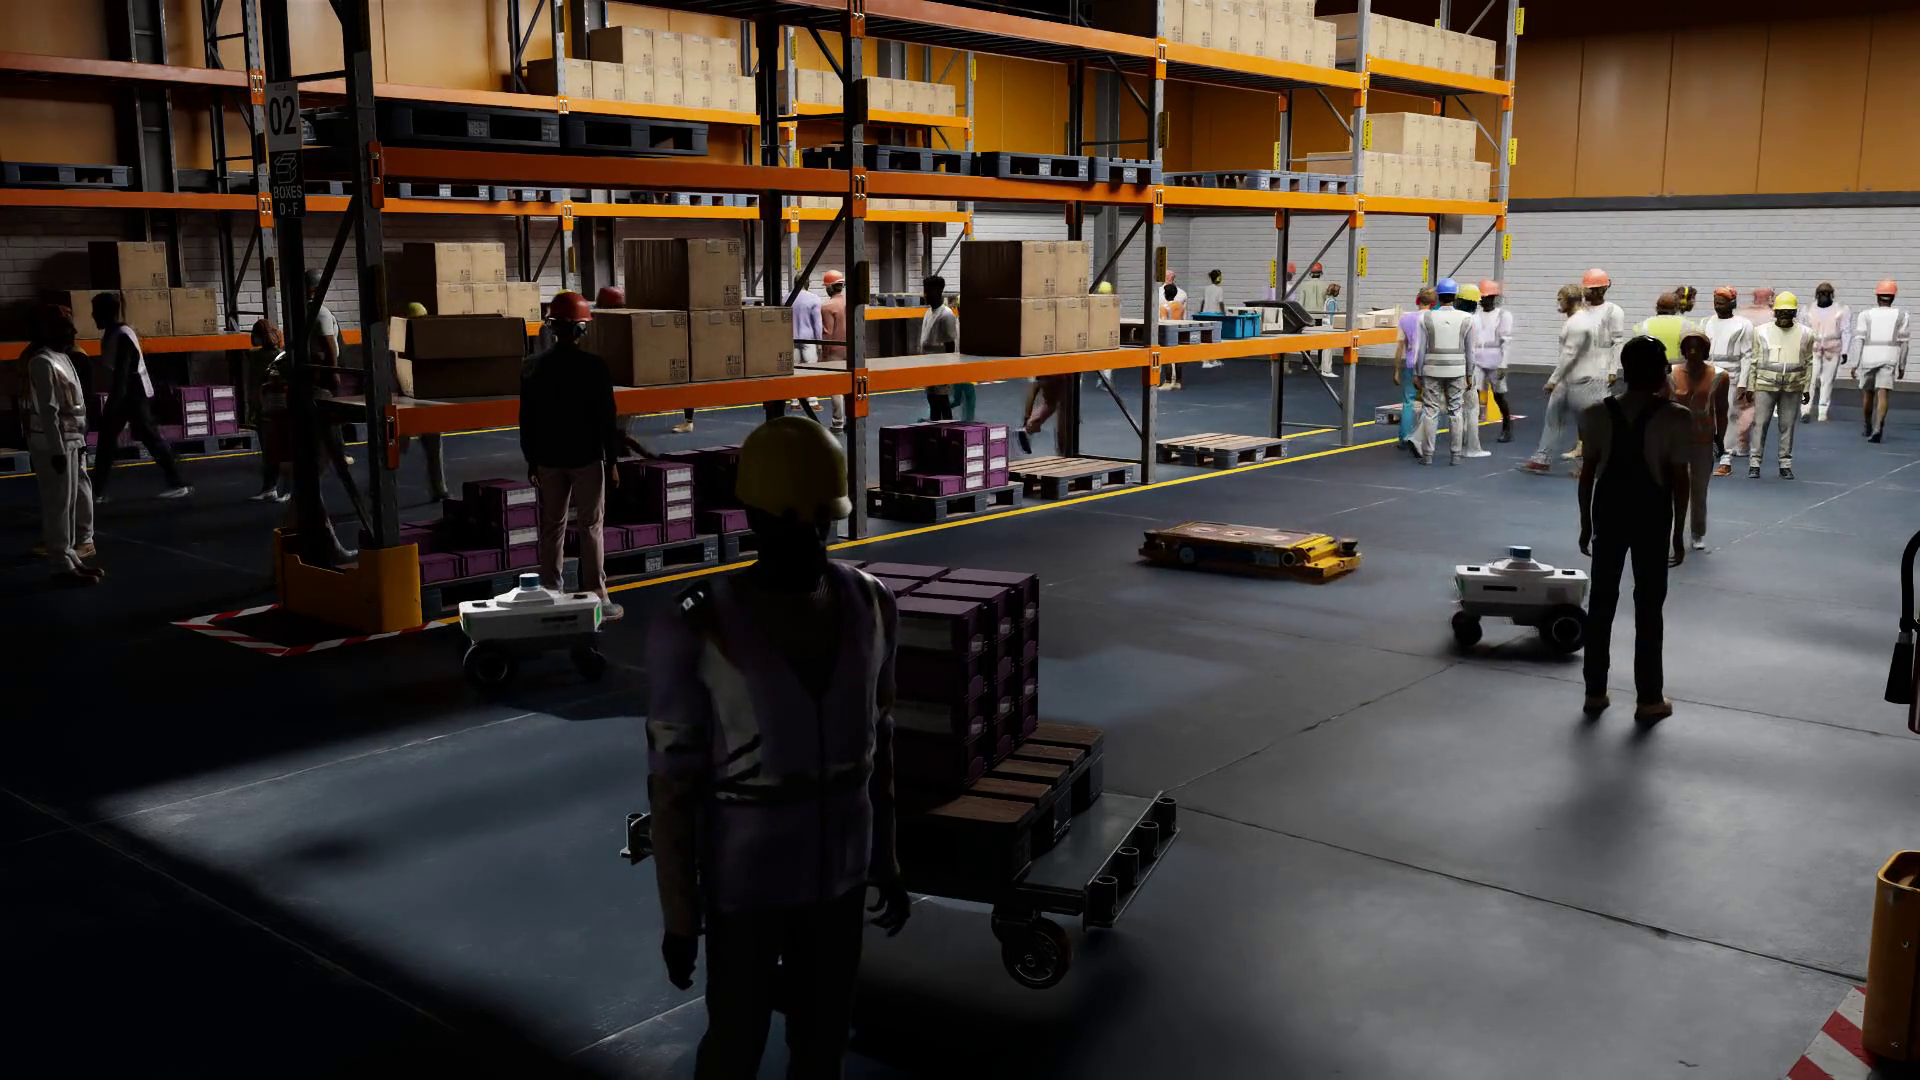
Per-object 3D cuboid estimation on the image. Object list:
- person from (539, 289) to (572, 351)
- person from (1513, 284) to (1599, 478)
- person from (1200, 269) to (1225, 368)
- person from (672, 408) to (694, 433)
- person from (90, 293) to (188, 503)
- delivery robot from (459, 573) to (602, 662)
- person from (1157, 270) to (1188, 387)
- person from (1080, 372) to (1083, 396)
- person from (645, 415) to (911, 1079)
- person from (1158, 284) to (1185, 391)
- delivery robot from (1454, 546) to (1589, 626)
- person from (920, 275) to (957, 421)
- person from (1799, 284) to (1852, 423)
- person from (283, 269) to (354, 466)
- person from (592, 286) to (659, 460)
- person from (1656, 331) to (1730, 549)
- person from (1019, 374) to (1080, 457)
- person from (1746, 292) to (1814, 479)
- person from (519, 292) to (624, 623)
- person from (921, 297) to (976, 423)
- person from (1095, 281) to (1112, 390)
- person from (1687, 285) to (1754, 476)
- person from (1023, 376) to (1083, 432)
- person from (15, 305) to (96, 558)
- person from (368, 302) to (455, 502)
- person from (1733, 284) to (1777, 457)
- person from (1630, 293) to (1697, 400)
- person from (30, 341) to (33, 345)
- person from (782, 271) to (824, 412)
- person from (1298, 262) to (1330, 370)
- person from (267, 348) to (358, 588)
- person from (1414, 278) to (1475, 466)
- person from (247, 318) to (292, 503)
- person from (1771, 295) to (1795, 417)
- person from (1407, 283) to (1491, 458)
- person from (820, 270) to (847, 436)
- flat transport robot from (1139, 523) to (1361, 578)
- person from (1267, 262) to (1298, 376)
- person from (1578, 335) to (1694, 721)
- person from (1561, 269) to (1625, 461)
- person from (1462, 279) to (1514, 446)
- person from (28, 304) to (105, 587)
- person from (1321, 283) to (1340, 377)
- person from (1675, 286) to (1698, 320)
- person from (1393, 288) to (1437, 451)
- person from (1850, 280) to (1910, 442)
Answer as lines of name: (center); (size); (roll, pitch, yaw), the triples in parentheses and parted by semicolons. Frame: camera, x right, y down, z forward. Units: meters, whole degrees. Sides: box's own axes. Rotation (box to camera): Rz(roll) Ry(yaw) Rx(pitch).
person: (-4.069, -1.677, 17.250); (0.404, 1.829, 0.599); (7, 12, 34)
person: (5.899, -1.549, 16.323); (0.926, 1.891, 0.617); (2, 10, 11)
person: (4.864, -4.184, 31.467); (0.803, 1.843, 0.566); (-8, 13, -37)
person: (-3.405, -2.154, 20.366); (0.320, 1.692, 0.532); (-1, 10, -3)
person: (-7.426, -1.255, 14.777); (0.599, 1.865, 0.999); (10, 14, 44)
delivery robot: (-2.233, 0.417, 8.676); (0.707, 0.478, 0.477); (-3, 10, -20)
person: (3.362, -3.421, 27.026); (0.654, 1.896, 0.401); (-2, 10, -10)
person: (1.554, -2.569, 22.370); (0.532, 1.827, 0.971); (3, 10, 15)
person: (-0.352, 0.695, 3.481); (0.594, 1.922, 0.384); (-8, 12, -37)
person: (3.338, -3.207, 26.344); (0.540, 1.696, 0.317); (-9, 13, -40)
delivery robot: (3.191, 0.278, 9.486); (0.707, 0.478, 0.477); (2, 10, 13)
person: (-0.262, -1.931, 18.315); (0.361, 1.963, 0.614); (-5, 11, -26)
person: (11.149, -2.404, 21.510); (0.633, 1.785, 0.981); (6, 11, 29)
person: (-6.662, -1.797, 17.340); (0.674, 2.000, 0.535); (6, 12, 33)
person: (-3.032, -1.346, 15.124); (0.580, 1.911, 0.562); (-3, 10, -16)
person: (5.481, -0.748, 12.511); (0.523, 1.637, 0.310); (4, 11, 24)
person: (0.995, -1.799, 17.785); (0.622, 1.895, 0.646); (-8, 13, -37)
person: (8.015, -1.507, 16.280); (0.600, 1.831, 0.404); (3, 10, 16)
person: (-2.331, -0.488, 10.014); (0.625, 1.992, 0.389); (3, 10, 15)
person: (-0.055, -1.982, 19.261); (0.744, 1.742, 0.523); (0, 10, 0)
person: (2.296, -3.220, 26.316); (0.493, 1.729, 0.404); (-3, 10, -15)
person: (7.550, -1.579, 16.538); (0.355, 1.887, 0.574); (-7, 12, -36)
person: (1.118, -2.264, 20.447); (0.547, 1.884, 0.996); (9, 13, 40)
person: (-6.592, -0.777, 12.102); (0.625, 1.844, 0.429); (4, 11, 20)
person: (-4.838, -1.169, 14.506); (0.590, 1.800, 0.860); (3, 11, 19)
person: (8.411, -1.786, 17.773); (0.695, 1.878, 0.659); (-6, 11, -30)
person: (7.033, -1.572, 16.702); (0.626, 1.812, 0.593); (4, 11, 22)
person: (-7.347, -0.925, 13.521); (0.275, 1.636, 0.507); (-2, 10, -10)
person: (-2.175, -2.727, 22.923); (0.627, 1.940, 0.376); (4, 11, 22)
person: (6.579, -4.144, 30.833); (0.622, 1.992, 0.388); (2, 10, 9)
person: (-4.400, -0.498, 11.232); (0.501, 1.586, 0.904); (6, 11, 29)
person: (5.012, -1.730, 17.230); (0.615, 1.943, 0.405); (1, 10, 8)
person: (-6.137, -1.148, 14.793); (0.500, 1.636, 0.285); (5, 11, 26)
person: (10.891, -2.467, 22.314); (0.499, 1.633, 0.282); (4, 11, 21)
person: (5.277, -1.799, 17.793); (0.924, 1.892, 0.585); (-4, 11, -22)
person: (-1.490, -2.256, 20.089); (0.396, 1.990, 0.621); (7, 12, 33)
flat transport robot: (2.055, 0.054, 11.834); (1.431, 0.197, 0.652); (7, 12, 36)
person: (5.739, -3.905, 29.467); (0.605, 1.999, 0.734); (6, 12, 32)
person: (3.223, -0.055, 7.987); (0.505, 1.842, 0.346); (8, 12, 37)
person: (6.625, -1.815, 17.439); (0.393, 2.039, 0.613); (-5, 11, -27)
person: (6.081, -2.040, 19.110); (0.560, 1.909, 0.896); (9, 13, 41)
person: (-6.014, -0.630, 11.147); (0.359, 1.883, 0.573); (-3, 10, -16)
person: (6.497, -3.672, 29.157); (0.310, 1.640, 0.514); (1, 10, 4)
person: (7.877, -1.896, 18.487); (0.440, 1.833, 0.573); (-2, 10, -10)
person: (5.156, -1.910, 18.630); (0.592, 1.808, 0.536); (2, 10, 12)
person: (10.790, -2.095, 19.515); (0.578, 1.886, 1.023); (5, 11, 27)
